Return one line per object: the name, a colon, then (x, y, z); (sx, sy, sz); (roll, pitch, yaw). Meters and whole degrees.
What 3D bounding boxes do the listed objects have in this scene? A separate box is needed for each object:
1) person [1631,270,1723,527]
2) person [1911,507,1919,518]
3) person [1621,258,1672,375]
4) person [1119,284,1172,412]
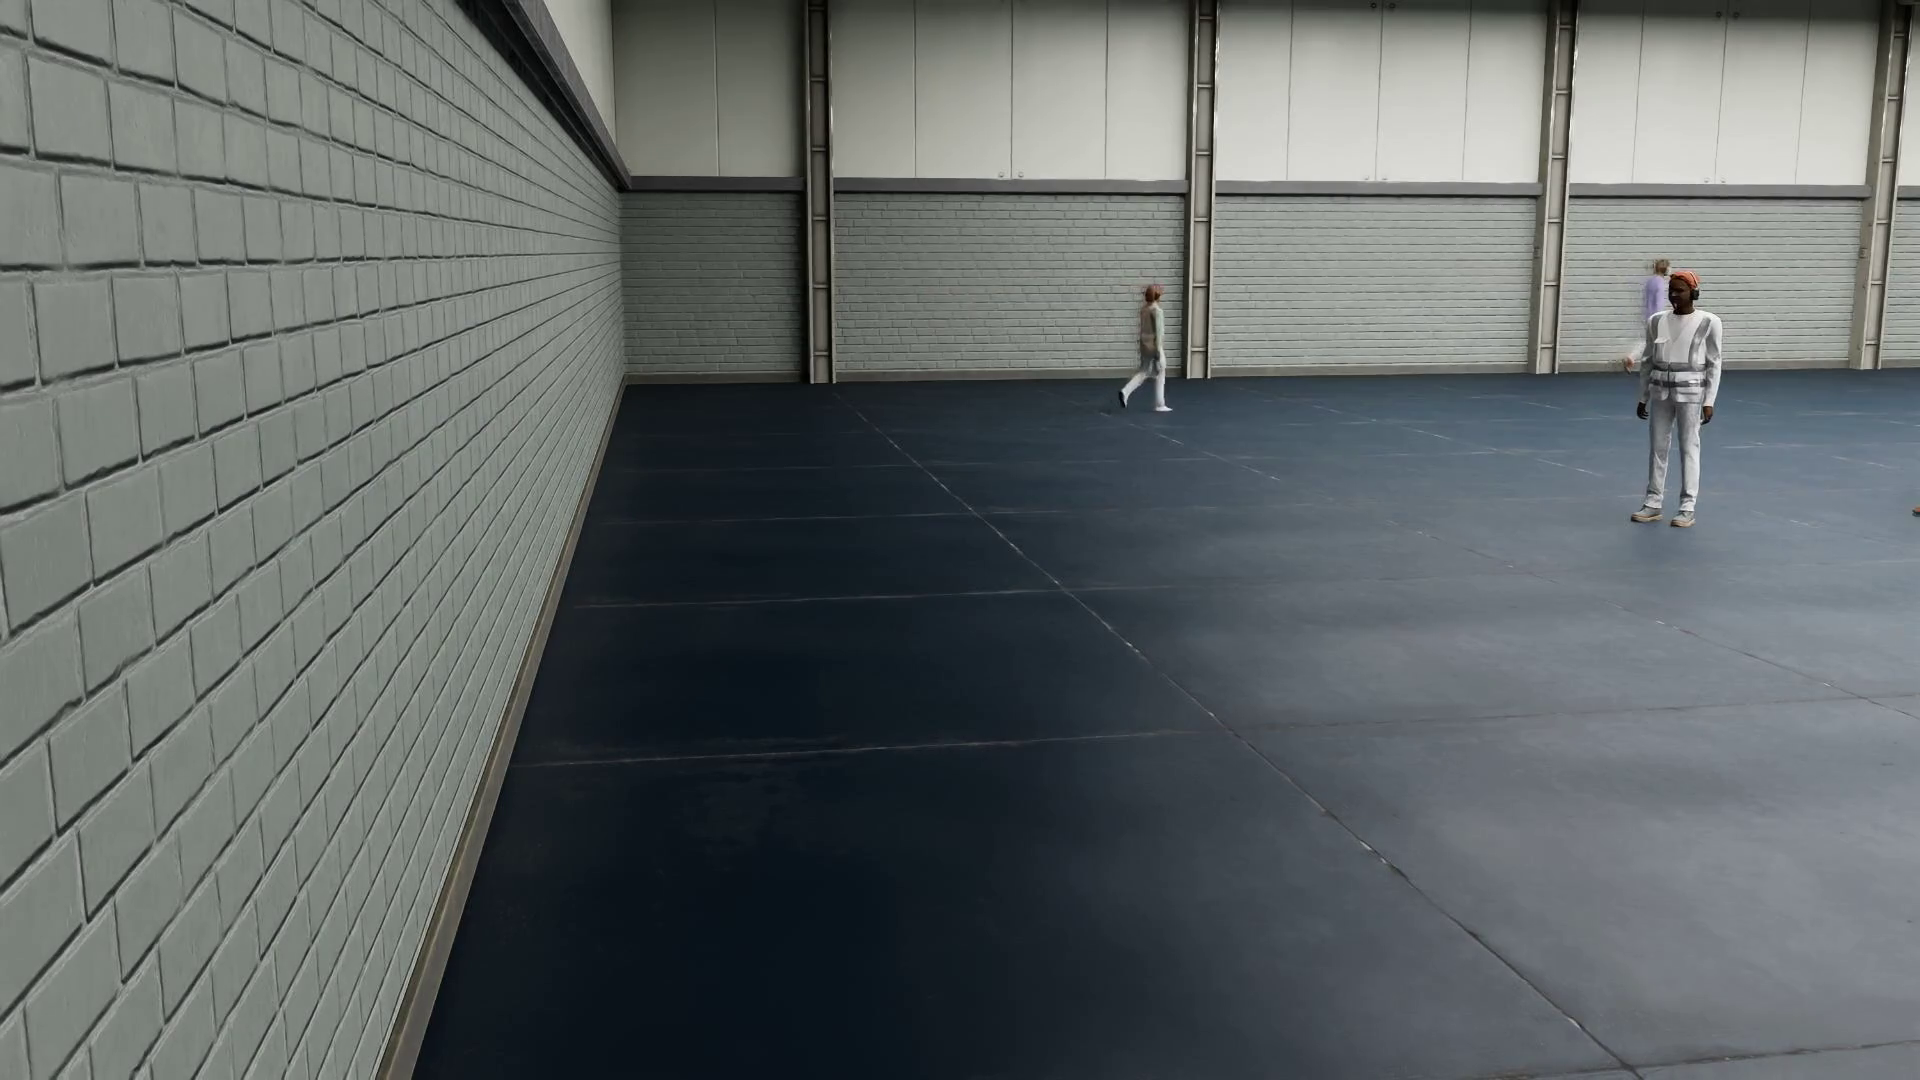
person: (5.298, -1.044, 12.305); (0.345, 1.882, 0.584); (-9, 13, -40)
person: (7.473, -1.090, 12.467); (0.674, 1.913, 0.646); (7, 12, 35)
person: (10.972, -3.503, 26.372); (0.682, 1.919, 0.637); (0, 10, 0)
person: (2.355, -2.412, 20.935); (0.627, 1.618, 0.521); (-5, 11, -25)
